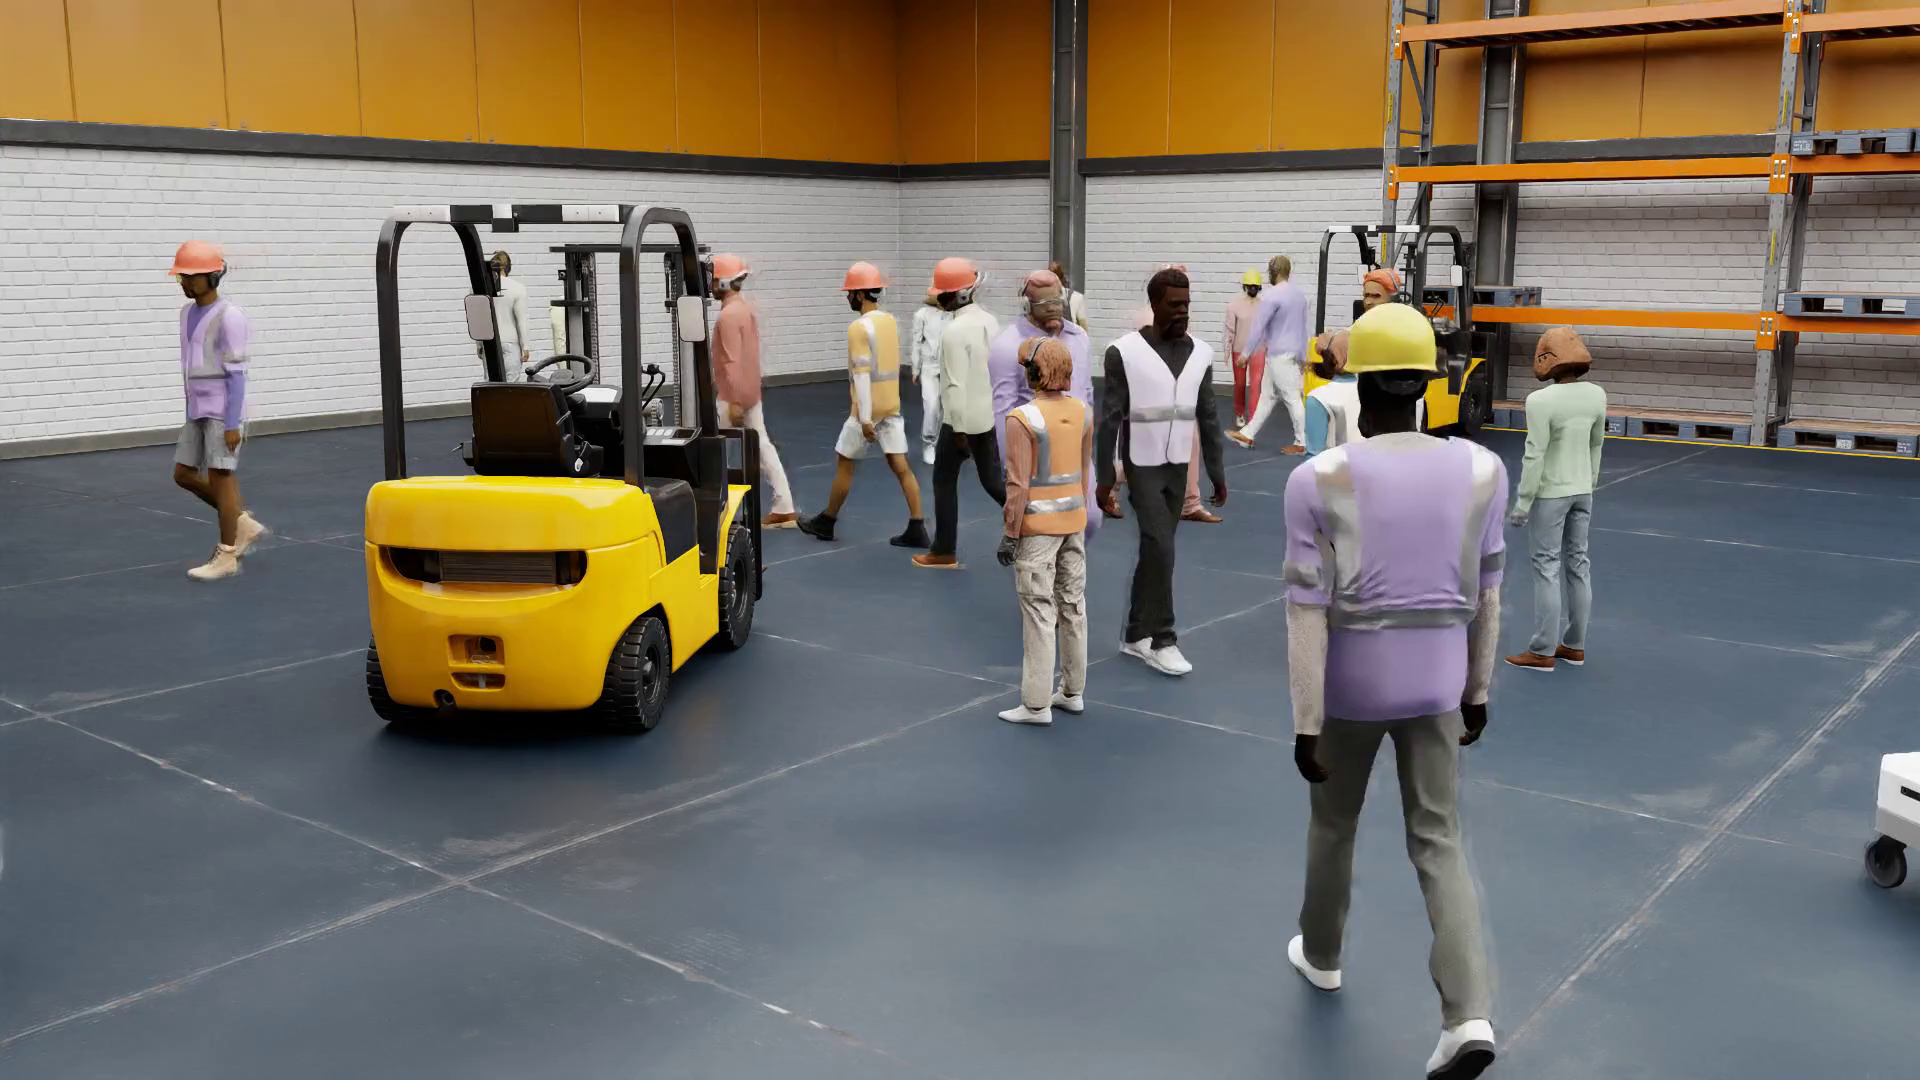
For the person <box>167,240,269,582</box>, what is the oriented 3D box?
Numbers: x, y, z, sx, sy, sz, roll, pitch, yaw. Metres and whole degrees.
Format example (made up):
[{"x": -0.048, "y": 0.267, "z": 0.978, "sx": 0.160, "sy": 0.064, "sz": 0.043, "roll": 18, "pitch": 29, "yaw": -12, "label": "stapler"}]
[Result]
[{"x": -4.466, "y": -0.768, "z": 9.968, "sx": 0.643, "sy": 2.031, "sz": 0.475, "roll": 8, "pitch": 13, "yaw": 37, "label": "person"}]

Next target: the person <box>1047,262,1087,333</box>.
[{"x": 0.996, "y": -1.859, "z": 16.615, "sx": 0.521, "sy": 1.819, "sz": 0.443, "roll": -3, "pitch": 11, "yaw": -14, "label": "person"}]

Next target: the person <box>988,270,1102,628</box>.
[{"x": 0.469, "y": -0.457, "z": 8.664, "sx": 0.671, "sy": 1.879, "sz": 0.427, "roll": -7, "pitch": 12, "yaw": -35, "label": "person"}]

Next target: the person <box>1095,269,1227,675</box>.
[{"x": 1.011, "y": -0.316, "z": 7.835, "sx": 0.627, "sy": 1.891, "sz": 0.761, "roll": -7, "pitch": 12, "yaw": -32, "label": "person"}]

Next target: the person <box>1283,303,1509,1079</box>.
[{"x": 1.086, "y": 0.356, "z": 4.161, "sx": 0.589, "sy": 1.895, "sz": 0.939, "roll": -1, "pitch": 10, "yaw": -4, "label": "person"}]

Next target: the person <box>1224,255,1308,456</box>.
[{"x": 2.969, "y": -1.756, "z": 15.865, "sx": 1.025, "sy": 1.881, "sz": 0.652, "roll": 7, "pitch": 12, "yaw": 35, "label": "person"}]

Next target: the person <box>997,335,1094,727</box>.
[{"x": 0.364, "y": -0.034, "z": 6.996, "sx": 0.309, "sy": 1.641, "sz": 0.513, "roll": 9, "pitch": 14, "yaw": 42, "label": "person"}]

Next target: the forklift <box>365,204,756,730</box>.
[{"x": -1.766, "y": -0.406, "z": 7.525, "sx": 1.214, "sy": 2.155, "sz": 2.313, "roll": 1, "pitch": 10, "yaw": 7, "label": "forklift"}]

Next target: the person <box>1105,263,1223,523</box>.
[{"x": 1.431, "y": -1.056, "z": 12.020, "sx": 0.890, "sy": 1.878, "sz": 0.650, "roll": 5, "pitch": 11, "yaw": 25, "label": "person"}]

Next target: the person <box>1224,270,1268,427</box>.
[{"x": 3.102, "y": -2.040, "z": 17.880, "sx": 0.533, "sy": 1.726, "sz": 0.881, "roll": 1, "pitch": 10, "yaw": 7, "label": "person"}]

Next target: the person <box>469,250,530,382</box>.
[{"x": -4.753, "y": -2.026, "z": 17.251, "sx": 0.629, "sy": 1.934, "sz": 0.364, "roll": 2, "pitch": 10, "yaw": 11, "label": "person"}]

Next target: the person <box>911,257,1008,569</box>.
[{"x": 0.130, "y": -0.735, "z": 10.059, "sx": 0.947, "sy": 1.937, "sz": 0.621, "roll": 6, "pitch": 12, "yaw": 32, "label": "person"}]

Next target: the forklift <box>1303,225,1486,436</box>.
[{"x": 4.449, "y": -2.115, "z": 16.993, "sx": 1.214, "sy": 2.155, "sz": 2.313, "roll": 8, "pitch": 13, "yaw": 38, "label": "forklift"}]

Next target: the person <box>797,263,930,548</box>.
[{"x": -0.615, "y": -0.891, "z": 11.088, "sx": 1.010, "sy": 1.884, "sz": 0.551, "roll": 7, "pitch": 12, "yaw": 34, "label": "person"}]

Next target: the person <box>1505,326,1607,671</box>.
[{"x": 2.829, "y": -0.192, "z": 7.892, "sx": 0.498, "sy": 1.633, "sz": 0.279, "roll": -6, "pitch": 12, "yaw": -29, "label": "person"}]

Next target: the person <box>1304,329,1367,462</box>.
[{"x": 1.915, "y": -0.196, "z": 7.969, "sx": 0.529, "sy": 1.617, "sz": 0.592, "roll": -7, "pitch": 12, "yaw": -33, "label": "person"}]

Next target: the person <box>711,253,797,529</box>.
[{"x": -1.624, "y": -1.028, "z": 11.678, "sx": 1.041, "sy": 1.935, "sz": 0.652, "roll": 2, "pitch": 10, "yaw": 11, "label": "person"}]

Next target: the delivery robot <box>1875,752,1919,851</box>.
[{"x": 3.108, "y": 0.828, "z": 4.967, "sx": 0.477, "sy": 0.478, "sz": 0.707, "roll": -2, "pitch": 11, "yaw": -12, "label": "delivery robot"}]

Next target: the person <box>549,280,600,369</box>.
[{"x": -3.518, "y": -1.623, "z": 15.310, "sx": 0.403, "sy": 1.824, "sz": 0.599, "roll": 4, "pitch": 11, "yaw": 19, "label": "person"}]

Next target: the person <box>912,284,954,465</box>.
[{"x": -0.178, "y": -1.531, "z": 15.042, "sx": 0.517, "sy": 1.728, "sz": 0.450, "roll": -5, "pitch": 11, "yaw": -24, "label": "person"}]

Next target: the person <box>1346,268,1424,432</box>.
[{"x": 2.416, "y": -0.616, "z": 9.577, "sx": 0.344, "sy": 1.876, "sz": 0.577, "roll": -7, "pitch": 13, "yaw": -36, "label": "person"}]
